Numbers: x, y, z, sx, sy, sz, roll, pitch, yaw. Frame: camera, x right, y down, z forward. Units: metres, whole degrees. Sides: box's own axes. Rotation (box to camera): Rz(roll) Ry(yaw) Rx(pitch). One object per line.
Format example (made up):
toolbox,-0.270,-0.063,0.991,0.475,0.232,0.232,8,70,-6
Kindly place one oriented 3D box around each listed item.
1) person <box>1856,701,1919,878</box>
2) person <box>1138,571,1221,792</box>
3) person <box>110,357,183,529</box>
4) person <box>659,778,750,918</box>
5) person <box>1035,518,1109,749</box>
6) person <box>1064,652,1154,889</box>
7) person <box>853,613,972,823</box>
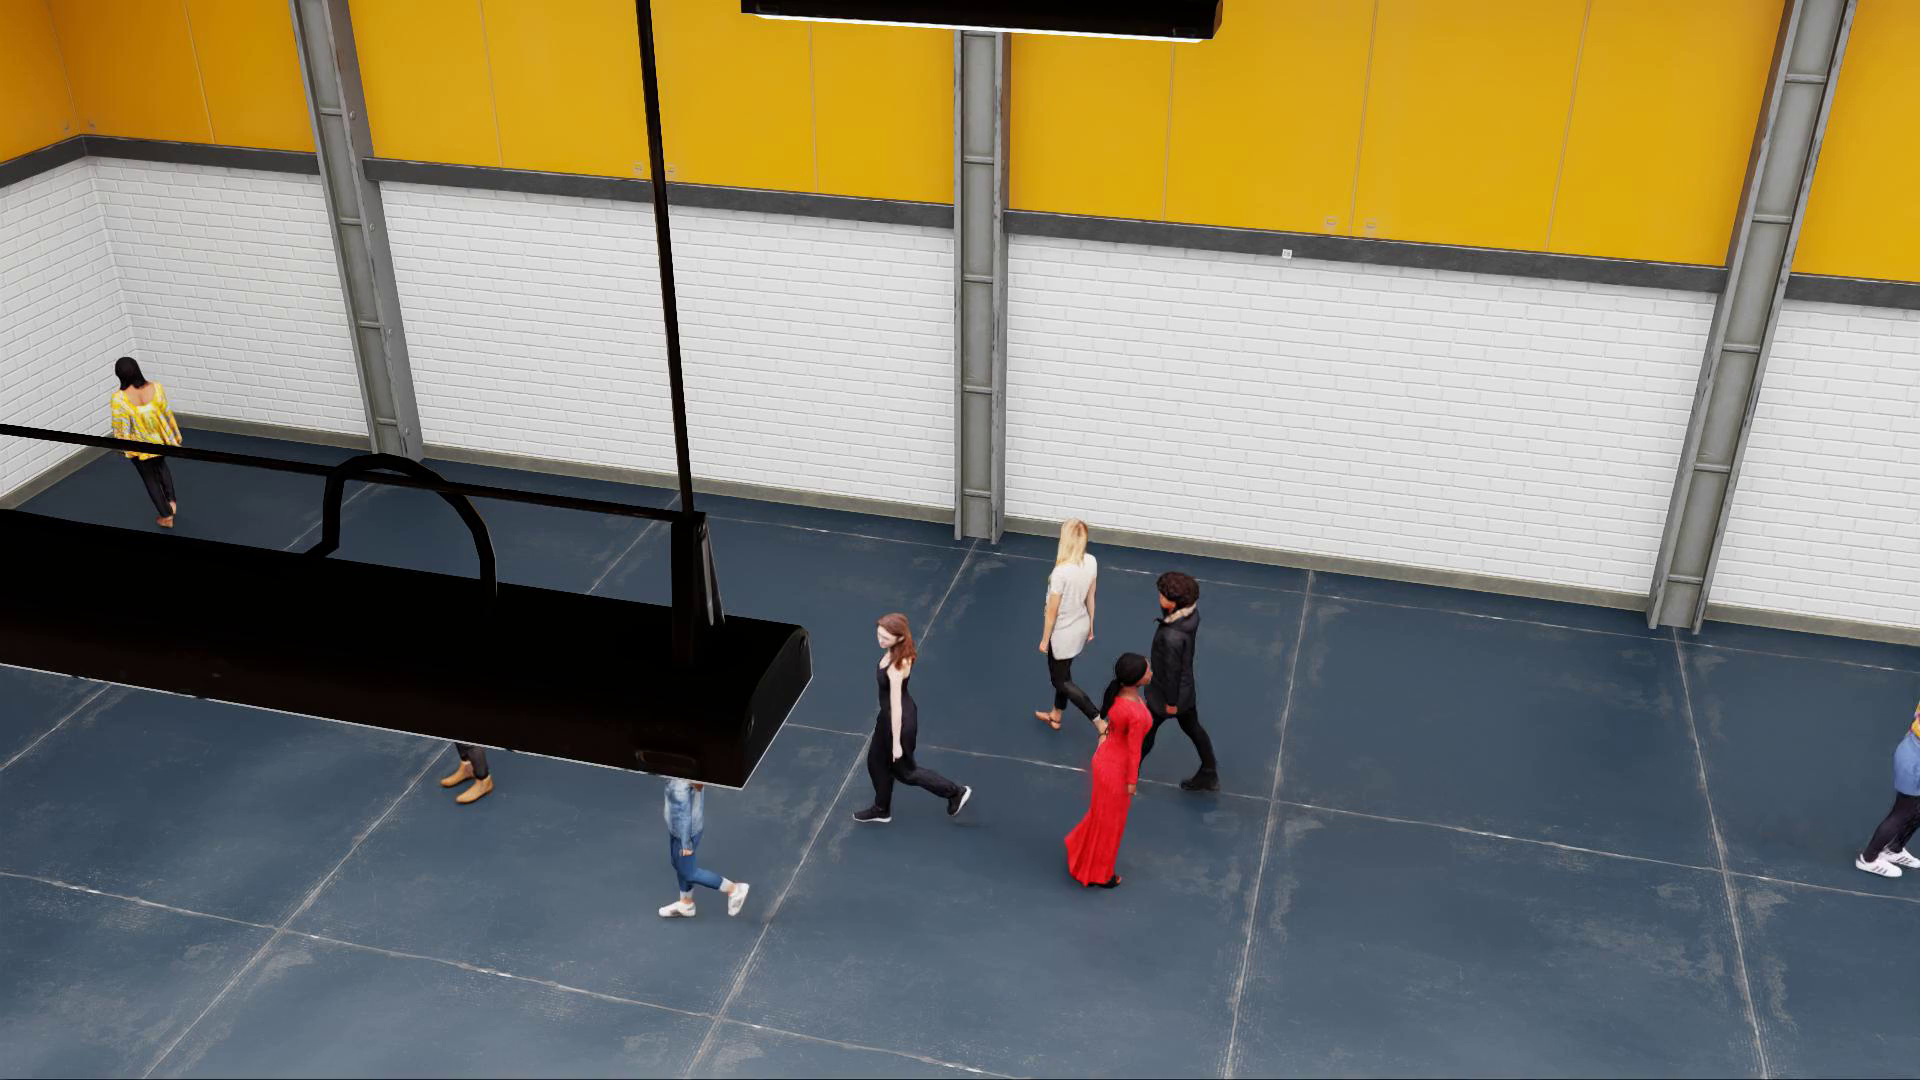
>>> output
person,6.104,1.414,10.741,0.669,1.796,0.698,11,31,20
person,1.552,1.033,11.497,1.131,1.740,0.730,11,31,20
person,-7.326,-0.856,15.062,0.855,1.643,0.820,19,34,31
person,-1.646,1.787,10.406,0.900,1.463,0.739,-3,29,-5
person,0.853,0.715,12.009,1.133,1.808,0.916,24,37,37
person,0.962,1.481,10.658,0.875,1.768,0.838,-6,29,-11
person,-0.314,1.231,11.162,1.126,1.715,0.865,-2,29,-4
